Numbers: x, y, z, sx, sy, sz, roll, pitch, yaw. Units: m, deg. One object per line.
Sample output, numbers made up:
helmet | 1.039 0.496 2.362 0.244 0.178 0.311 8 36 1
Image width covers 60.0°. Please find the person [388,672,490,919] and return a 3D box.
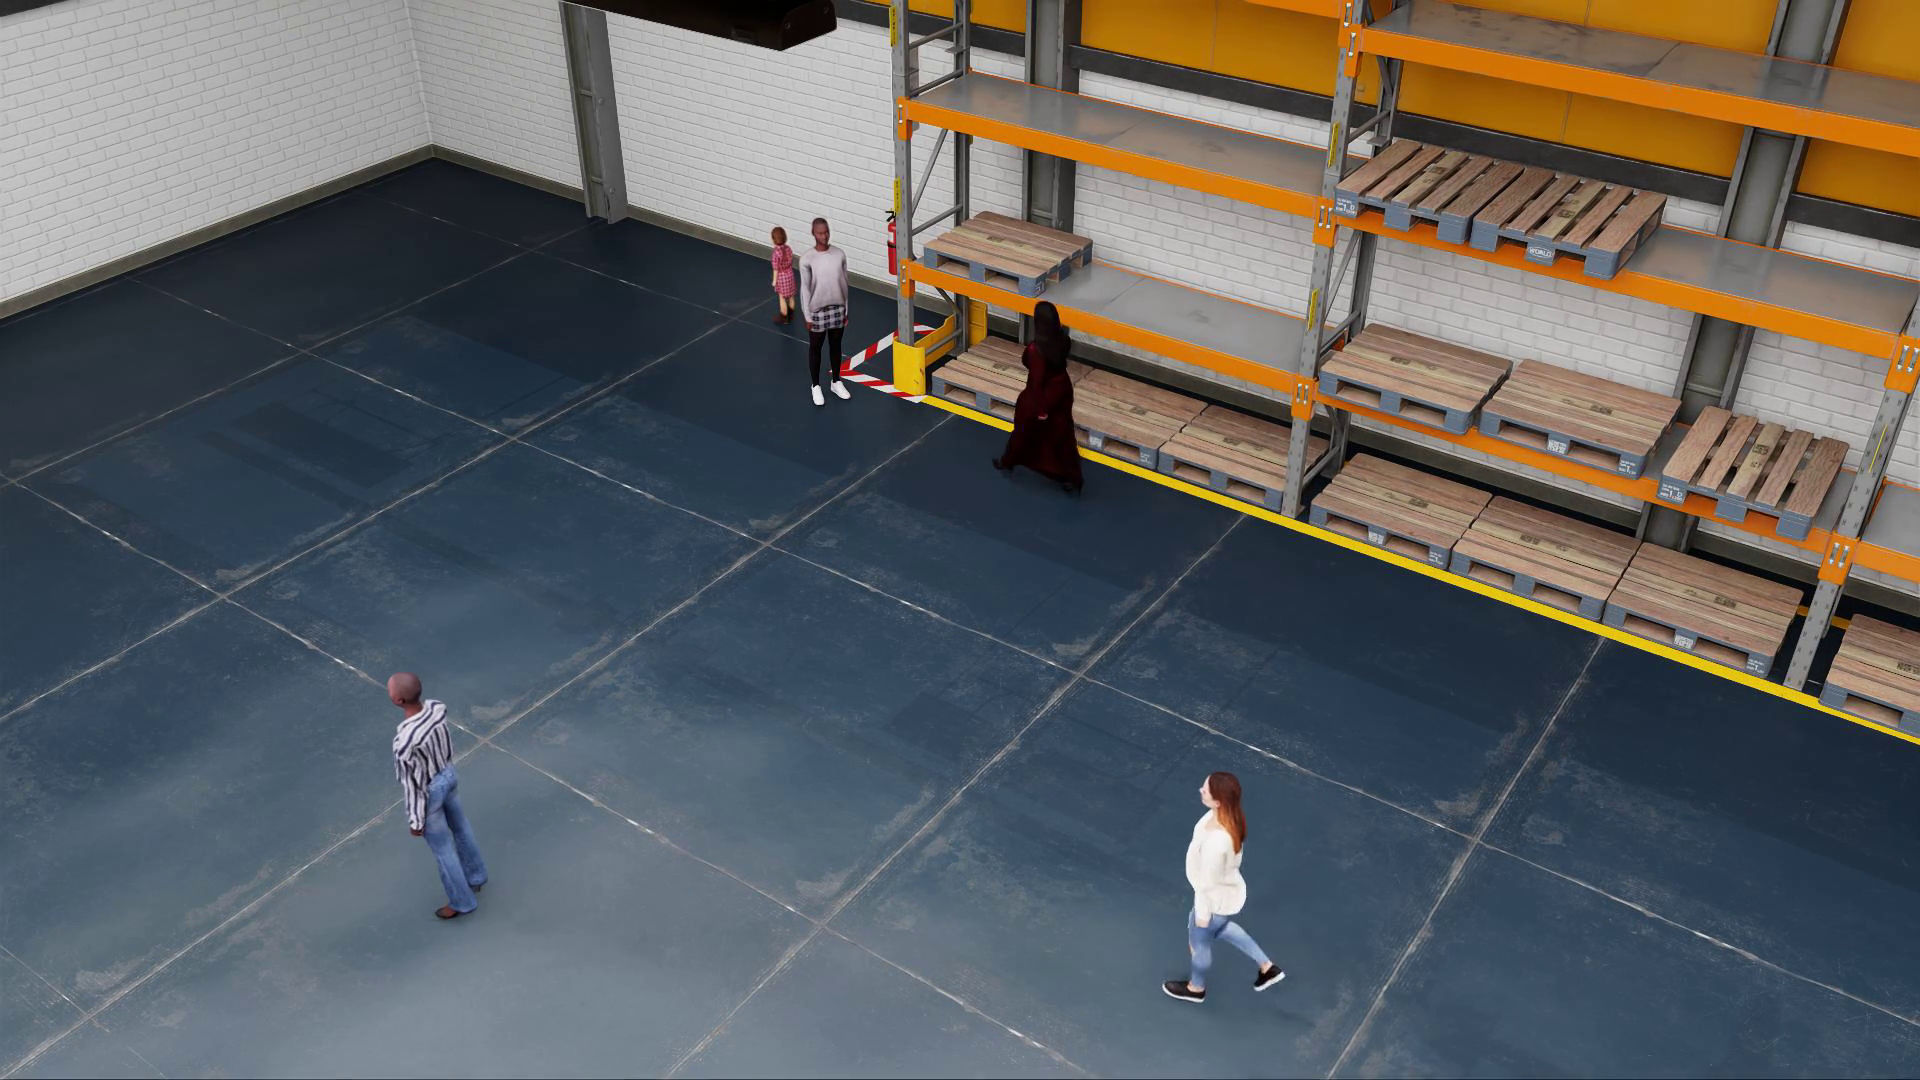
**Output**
person | -3.084 1.496 9.778 0.688 1.794 0.711 6 34 10

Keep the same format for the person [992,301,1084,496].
person | 0.803 -1.129 13.807 1.134 1.706 0.706 25 41 32

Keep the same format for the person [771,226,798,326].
person | -1.785 -2.668 16.741 0.432 1.022 0.427 22 39 29

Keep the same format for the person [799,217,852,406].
person | -1.238 -2.111 15.225 0.695 1.772 0.696 -16 37 -22

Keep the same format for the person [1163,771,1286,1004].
person | 1.491 1.975 9.165 0.969 1.676 0.770 11 35 17
